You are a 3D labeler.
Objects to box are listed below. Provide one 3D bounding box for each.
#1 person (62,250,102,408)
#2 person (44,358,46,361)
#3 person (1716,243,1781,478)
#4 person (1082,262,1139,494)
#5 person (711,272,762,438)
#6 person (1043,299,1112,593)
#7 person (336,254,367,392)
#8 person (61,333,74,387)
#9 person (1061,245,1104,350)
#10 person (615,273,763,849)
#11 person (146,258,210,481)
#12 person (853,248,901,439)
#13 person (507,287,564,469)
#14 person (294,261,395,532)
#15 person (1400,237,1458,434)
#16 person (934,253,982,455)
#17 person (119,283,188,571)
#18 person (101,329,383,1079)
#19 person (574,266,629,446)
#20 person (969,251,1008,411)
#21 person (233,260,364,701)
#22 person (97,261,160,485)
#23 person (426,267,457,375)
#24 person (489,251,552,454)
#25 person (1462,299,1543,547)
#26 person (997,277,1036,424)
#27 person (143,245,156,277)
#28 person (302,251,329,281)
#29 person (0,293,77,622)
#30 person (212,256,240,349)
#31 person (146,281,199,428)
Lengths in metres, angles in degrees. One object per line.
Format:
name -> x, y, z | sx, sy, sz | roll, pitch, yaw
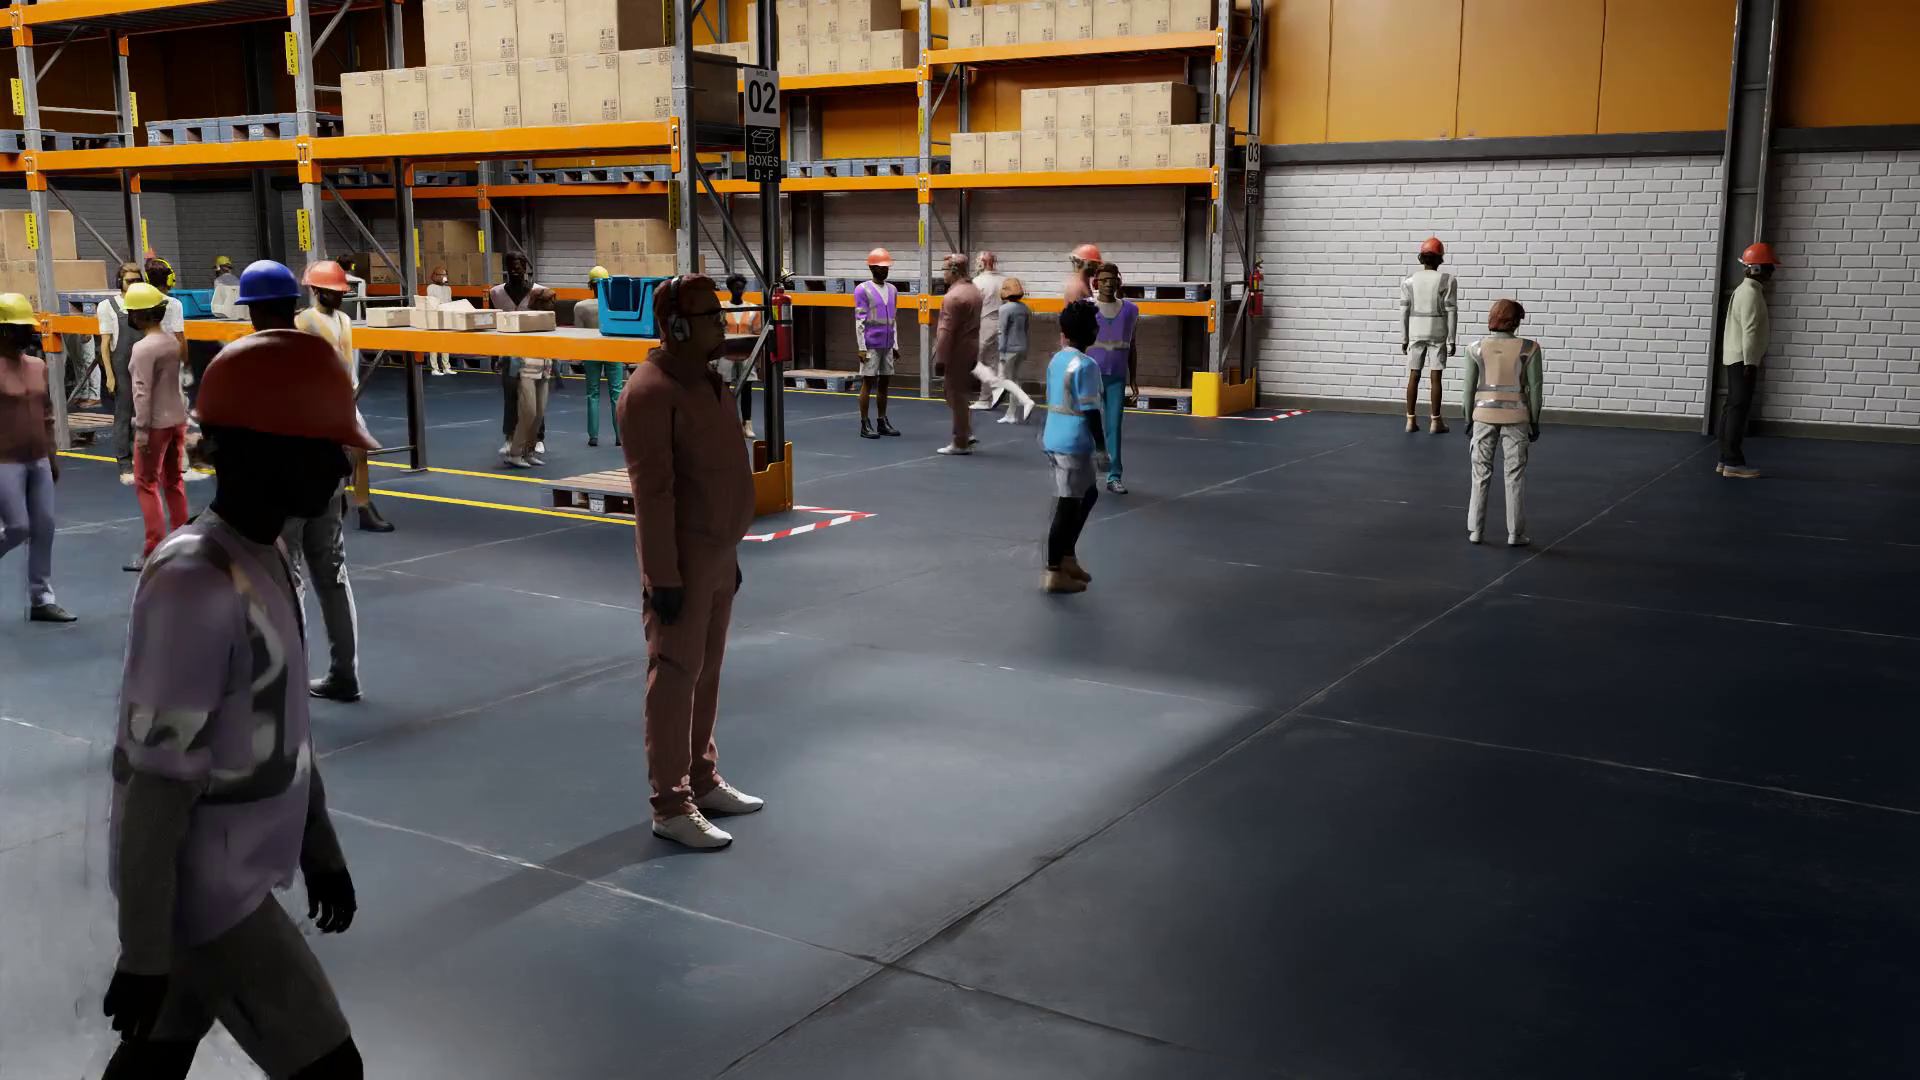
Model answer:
person -> -10.665, -2.563, 20.111 | 0.627, 1.941, 0.371 | 7, 12, 34
person -> -15.175, -3.785, 27.722 | 0.500, 1.636, 0.280 | 9, 14, 42
person -> 6.765, -1.540, 14.288 | 0.393, 1.995, 0.612 | 3, 11, 17
person -> 1.149, -1.286, 13.293 | 0.563, 1.847, 0.389 | -2, 10, -11
person -> -2.289, -1.885, 17.030 | 0.544, 1.696, 0.320 | -3, 11, -17
person -> 0.681, -0.530, 9.535 | 0.490, 1.682, 0.533 | -3, 11, -14
person -> -8.296, -2.928, 22.446 | 0.545, 1.824, 0.944 | -6, 12, -32
person -> -12.546, -3.020, 23.072 | 0.410, 1.796, 0.641 | -1, 10, -7
person -> 1.225, -1.933, 16.532 | 0.486, 1.970, 0.649 | 4, 11, 22
person -> -0.892, 0.063, 5.642 | 0.408, 1.913, 0.643 | 2, 10, 11
person -> -6.644, -1.420, 13.966 | 0.533, 1.872, 0.315 | 4, 11, 21
person -> -0.827, -2.011, 17.061 | 0.358, 1.938, 0.542 | 10, 14, 44
person -> -3.799, -1.450, 14.851 | 0.417, 1.604, 0.552 | 5, 11, 25
person -> -4.450, -0.991, 11.568 | 0.961, 1.894, 0.547 | 4, 11, 23
person -> 4.917, -2.137, 17.454 | 0.608, 2.048, 0.365 | 7, 12, 32
person -> -0.058, -1.739, 15.652 | 0.459, 1.893, 0.681 | 4, 11, 19
person -> -4.970, -0.698, 10.277 | 0.337, 1.766, 0.542 | 0, 10, 0
person -> -1.218, 0.573, 2.919 | 1.035, 1.863, 0.551 | -3, 11, -17
person -> -3.514, -1.802, 16.369 | 0.523, 1.772, 0.302 | -1, 10, -6
person -> 0.328, -2.453, 19.621 | 0.543, 1.892, 0.667 | 8, 13, 36
person -> -2.854, -0.214, 7.104 | 0.406, 1.939, 0.611 | 5, 11, 24
person -> -6.865, -1.385, 13.849 | 0.345, 1.845, 0.508 | 7, 12, 34
person -> -7.798, -3.286, 24.991 | 0.277, 1.629, 0.497 | 5, 11, 27
person -> -4.169, -1.778, 15.820 | 0.594, 1.917, 0.373 | -1, 10, -3
person -> 3.584, -0.770, 11.015 | 0.512, 1.639, 0.311 | 6, 12, 28
person -> 0.624, -2.059, 18.212 | 0.531, 1.621, 0.506 | 9, 13, 40
person -> -10.258, -2.730, 20.917 | 1.041, 1.998, 0.622 | 7, 12, 34
person -> -7.985, -2.687, 20.879 | 0.408, 1.913, 0.641 | -1, 10, -6
person -> -5.001, -0.421, 8.751 | 0.498, 1.749, 0.541 | 2, 11, 13
person -> -10.946, -3.350, 24.900 | 0.510, 1.798, 0.623 | 2, 10, 11
person -> -8.494, -2.028, 17.730 | 0.712, 1.721, 0.484 | 7, 12, 32
